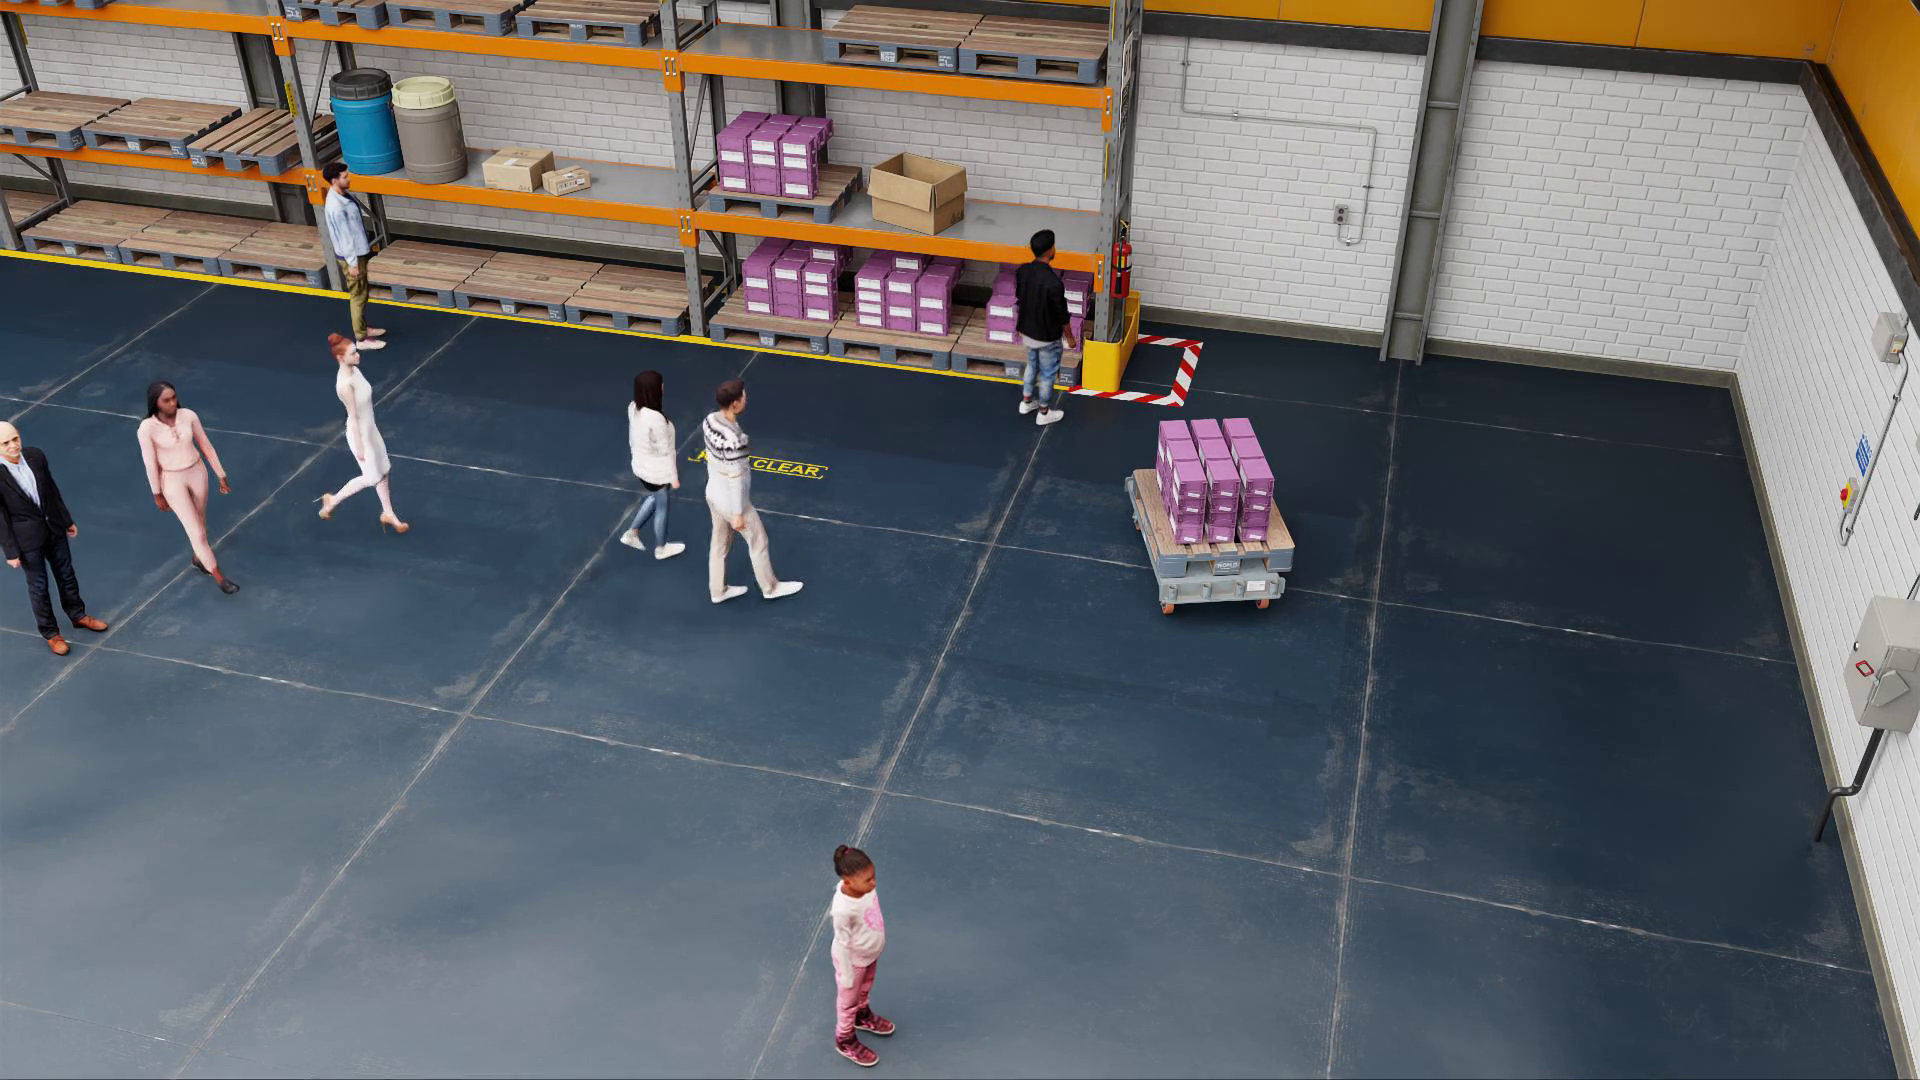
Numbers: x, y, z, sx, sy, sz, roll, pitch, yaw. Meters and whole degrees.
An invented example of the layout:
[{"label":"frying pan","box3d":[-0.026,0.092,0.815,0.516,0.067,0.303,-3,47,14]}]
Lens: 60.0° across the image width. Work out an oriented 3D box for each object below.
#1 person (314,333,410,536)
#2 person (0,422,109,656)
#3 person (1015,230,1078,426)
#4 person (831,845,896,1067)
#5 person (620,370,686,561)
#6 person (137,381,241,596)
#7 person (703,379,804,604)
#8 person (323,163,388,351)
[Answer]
[{"label":"person","box3d":[-4.708,-0.774,12.874,0.983,1.782,0.791,-5,34,-8]},{"label":"person","box3d":[-6.532,-0.054,11.775,0.654,1.798,0.742,17,37,24]},{"label":"person","box3d":[0.672,-1.806,14.406,0.890,1.805,0.807,-24,40,-31]},{"label":"person","box3d":[-0.555,2.152,8.773,0.530,1.449,0.551,14,36,19]},{"label":"person","box3d":[-2.394,-0.528,12.645,0.878,1.625,0.822,-22,40,-30]},{"label":"person","box3d":[-5.822,-0.428,12.435,1.079,1.691,0.876,23,40,30]},{"label":"person","box3d":[-1.742,-0.293,12.093,1.071,1.845,1.009,-19,38,-26]},{"label":"person","box3d":[-5.761,-2.695,15.740,0.759,1.809,0.763,-9,35,-14]}]
